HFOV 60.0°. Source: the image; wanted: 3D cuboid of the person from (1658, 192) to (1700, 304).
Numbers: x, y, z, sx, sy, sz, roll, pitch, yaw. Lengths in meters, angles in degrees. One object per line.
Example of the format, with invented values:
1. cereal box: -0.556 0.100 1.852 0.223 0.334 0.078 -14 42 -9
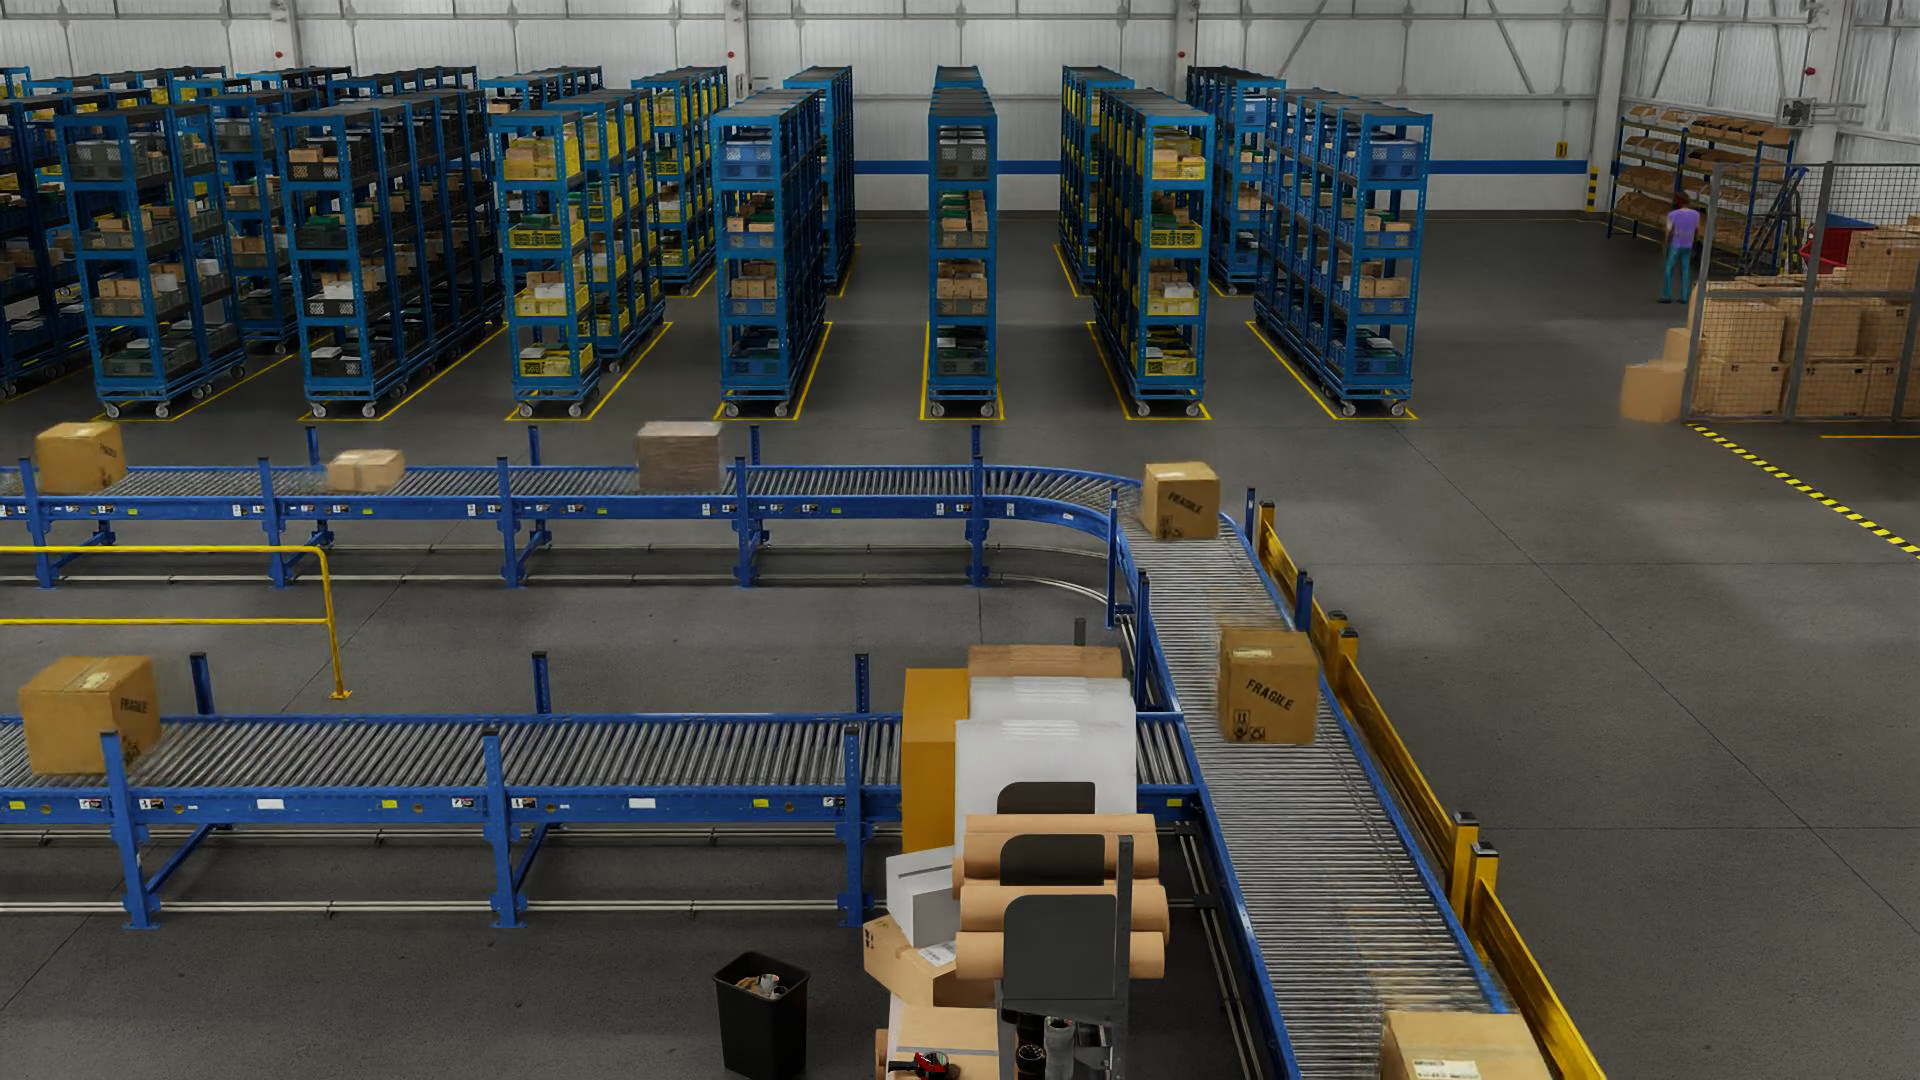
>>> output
1. person: 11.944 -4.817 27.509 0.681 1.832 0.406 -3 18 -8

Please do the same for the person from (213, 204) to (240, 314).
1. person: -11.732 -4.559 26.718 0.404 1.829 0.600 -13 22 -35
